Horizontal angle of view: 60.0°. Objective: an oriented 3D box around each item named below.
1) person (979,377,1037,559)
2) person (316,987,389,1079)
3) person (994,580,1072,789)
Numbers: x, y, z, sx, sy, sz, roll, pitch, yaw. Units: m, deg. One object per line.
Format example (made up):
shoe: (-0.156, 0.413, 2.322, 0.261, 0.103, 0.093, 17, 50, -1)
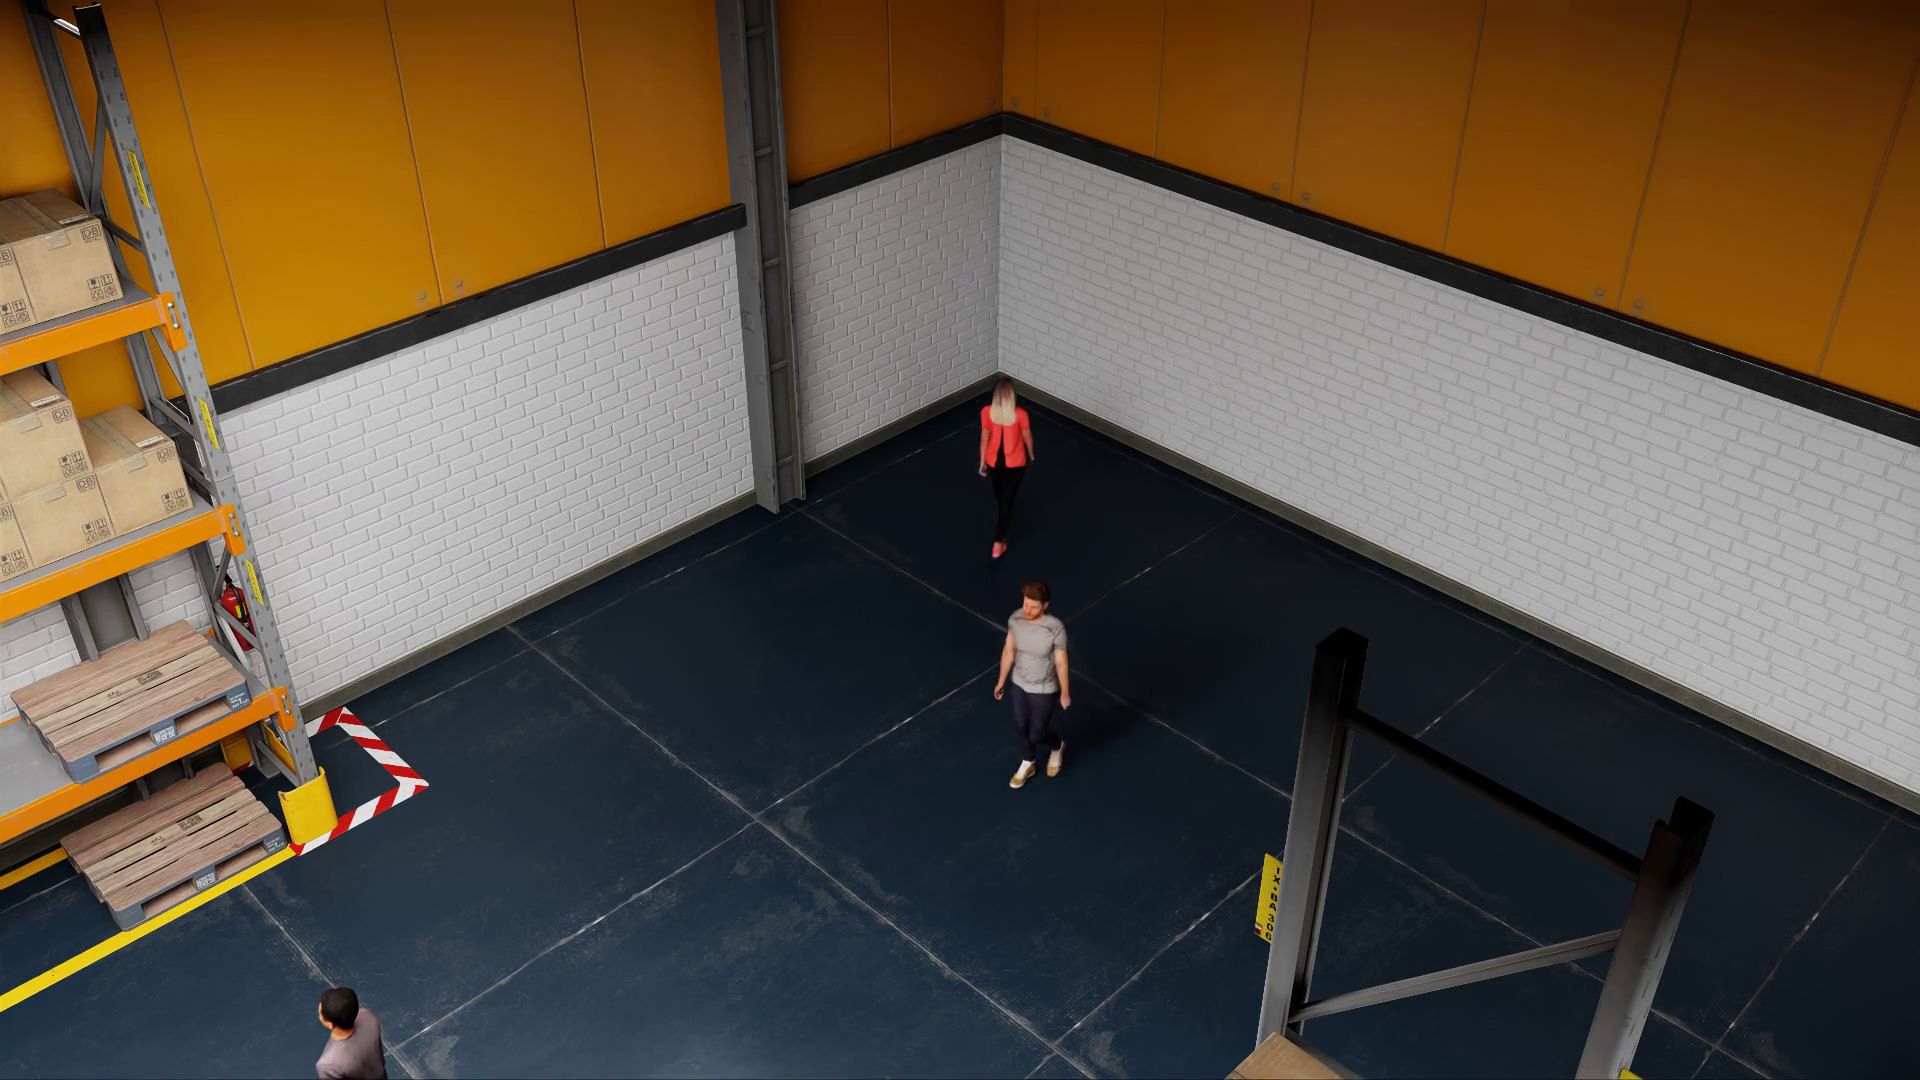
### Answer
person: (0.375, -0.617, 14.935, 0.946, 1.639, 1.228, 12, 35, 17)
person: (-3.288, 3.116, 9.202, 0.774, 1.768, 0.650, -2, 34, -4)
person: (0.606, 1.018, 12.260, 0.720, 1.877, 0.755, 24, 41, 32)
